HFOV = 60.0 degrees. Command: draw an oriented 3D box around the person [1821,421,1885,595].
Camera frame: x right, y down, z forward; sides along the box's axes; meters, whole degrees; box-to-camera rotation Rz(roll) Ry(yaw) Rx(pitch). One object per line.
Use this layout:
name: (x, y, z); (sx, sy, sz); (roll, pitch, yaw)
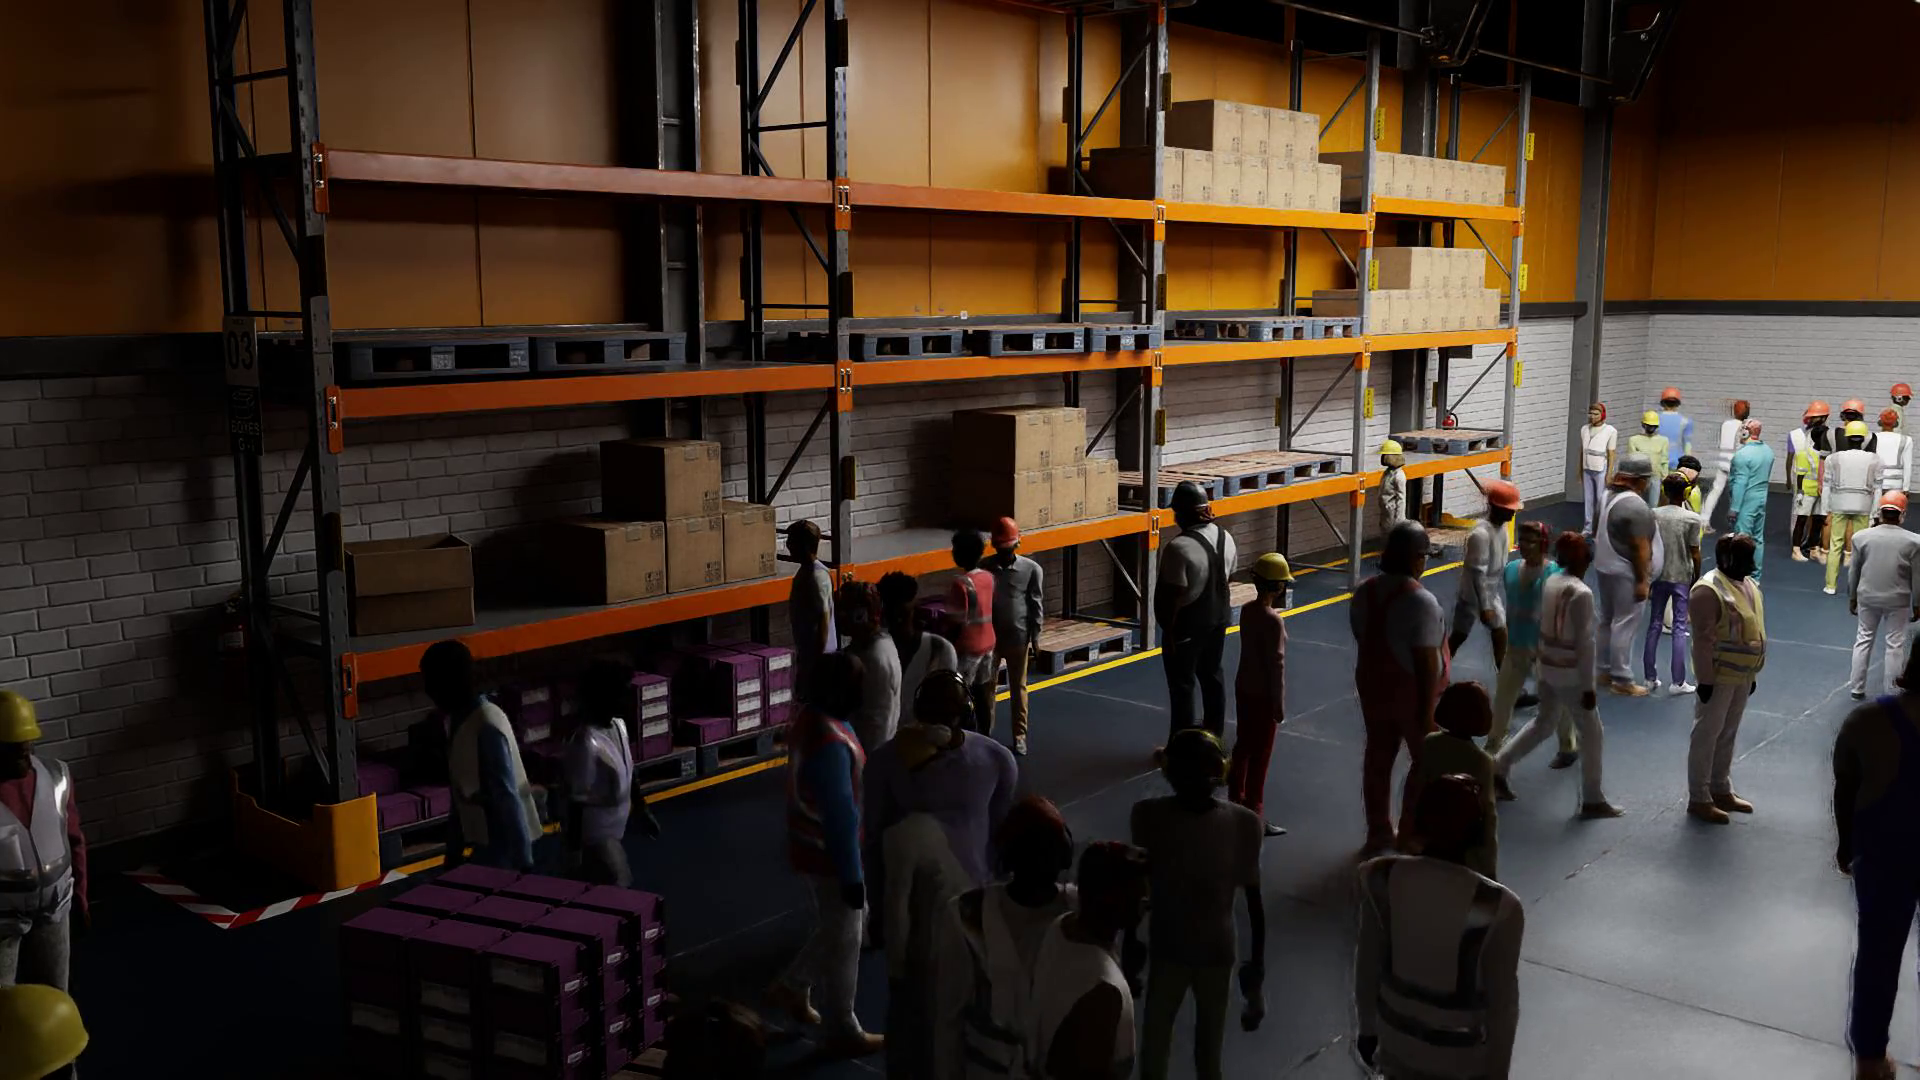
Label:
person: (9.721, -0.339, 18.159); (0.588, 1.919, 0.395); (4, 10, 27)

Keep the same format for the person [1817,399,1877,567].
person: (10.674, -0.685, 20.044); (0.609, 2.032, 0.410); (5, 10, 31)

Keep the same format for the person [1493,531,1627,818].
person: (3.842, 0.859, 10.710); (0.853, 1.850, 0.611); (0, 9, 0)

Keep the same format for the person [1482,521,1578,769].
person: (3.978, 0.753, 11.554); (1.005, 1.798, 0.568); (-6, 11, -33)

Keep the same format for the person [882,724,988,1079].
person: (-0.040, 1.573, 6.488); (0.932, 1.705, 0.531); (7, 11, 39)

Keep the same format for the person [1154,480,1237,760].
person: (1.636, 0.568, 11.915); (0.681, 2.000, 0.535); (-8, 12, -41)

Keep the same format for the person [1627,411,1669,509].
person: (8.954, -0.804, 21.671); (0.525, 1.760, 0.340); (1, 9, 7)

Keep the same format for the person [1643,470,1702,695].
person: (5.934, 0.351, 13.851); (0.328, 1.877, 0.513); (-8, 12, -41)

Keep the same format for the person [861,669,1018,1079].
person: (-0.076, 1.446, 6.593); (0.627, 1.936, 0.373); (-2, 9, -10)

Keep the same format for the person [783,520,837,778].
person: (-1.009, 0.773, 11.231); (0.351, 1.842, 0.507); (-2, 9, -14)

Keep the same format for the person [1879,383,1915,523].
person: (13.338, -1.245, 23.754); (0.395, 1.994, 0.612); (3, 9, 18)

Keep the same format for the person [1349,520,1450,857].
person: (2.651, 0.876, 9.927); (0.537, 2.000, 0.689); (-5, 10, -29)

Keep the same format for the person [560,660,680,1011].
person: (-1.603, 1.387, 7.831); (0.728, 1.660, 0.539); (0, 9, 1)

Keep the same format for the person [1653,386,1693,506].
person: (9.529, -1.061, 22.435); (0.606, 2.032, 0.440); (3, 9, 19)

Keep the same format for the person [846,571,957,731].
person: (-0.312, 1.113, 8.712); (0.600, 1.945, 0.426); (1, 9, 7)

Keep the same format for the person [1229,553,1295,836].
person: (1.894, 0.951, 10.364); (0.350, 1.758, 0.522); (-2, 9, -14)

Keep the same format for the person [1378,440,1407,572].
person: (4.603, -0.198, 17.810); (0.311, 1.744, 0.486); (-1, 9, -5)

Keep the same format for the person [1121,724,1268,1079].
person: (0.858, 1.566, 6.104); (0.548, 1.845, 0.515); (1, 9, 8)

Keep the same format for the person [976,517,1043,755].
person: (0.317, 0.692, 12.062); (0.562, 1.743, 0.337); (2, 9, 10)

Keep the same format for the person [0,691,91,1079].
person: (-3.776, 1.491, 6.662); (0.403, 1.824, 0.594); (5, 10, 31)

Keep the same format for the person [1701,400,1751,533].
person: (10.497, -0.987, 22.642); (0.982, 1.841, 0.583); (-4, 10, -23)

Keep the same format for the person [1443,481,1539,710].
person: (4.235, 0.435, 13.354); (0.550, 1.852, 1.021); (-8, 12, -41)

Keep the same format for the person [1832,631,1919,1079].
person: (4.168, 1.296, 7.221); (0.695, 2.000, 1.047); (7, 11, 38)

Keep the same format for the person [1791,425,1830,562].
person: (10.459, -0.570, 20.378); (0.533, 1.694, 0.320); (-2, 9, -14)

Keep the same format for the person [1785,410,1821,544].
person: (11.033, -0.821, 21.640); (0.589, 1.809, 0.509); (2, 9, 14)

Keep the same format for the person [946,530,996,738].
person: (0.079, 0.769, 11.807); (0.315, 1.690, 0.577); (5, 10, 27)

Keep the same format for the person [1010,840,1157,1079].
person: (0.296, 1.770, 4.995); (0.934, 1.798, 0.578); (0, 9, 0)

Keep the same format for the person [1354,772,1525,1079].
person: (1.552, 1.665, 5.502); (0.587, 1.841, 0.963); (7, 11, 39)

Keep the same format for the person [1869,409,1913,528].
person: (11.283, -0.655, 20.312); (0.573, 1.883, 0.355); (4, 10, 26)

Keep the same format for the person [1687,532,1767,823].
person: (4.915, 0.863, 10.651); (0.622, 1.844, 0.429); (-7, 11, -38)

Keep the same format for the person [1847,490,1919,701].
person: (7.523, 0.465, 13.518); (0.565, 1.745, 0.349); (8, 12, 42)

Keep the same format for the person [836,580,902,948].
person: (-0.499, 1.147, 8.612); (0.402, 1.906, 0.652); (0, 9, -2)

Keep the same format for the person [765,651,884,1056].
person: (-0.560, 1.385, 7.328); (0.445, 1.828, 0.639); (-1, 9, -8)

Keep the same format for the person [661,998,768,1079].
person: (-0.497, 1.927, 3.826); (0.357, 1.837, 0.514); (-1, 9, -5)

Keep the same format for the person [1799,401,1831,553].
person: (10.837, -0.796, 21.072); (0.388, 1.930, 0.544); (-1, 9, -8)

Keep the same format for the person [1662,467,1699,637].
person: (6.983, 0.106, 16.184); (0.310, 1.640, 0.514); (3, 9, 19)

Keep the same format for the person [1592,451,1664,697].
person: (5.576, 0.268, 13.851); (0.536, 2.000, 0.688); (-1, 9, -4)

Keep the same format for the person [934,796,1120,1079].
person: (0.212, 1.717, 5.134); (0.581, 1.839, 0.963); (0, 9, 0)

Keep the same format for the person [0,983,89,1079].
person: (-1.997, 1.898, 3.727); (0.591, 1.922, 0.397); (2, 9, 15)

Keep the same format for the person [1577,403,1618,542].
person: (8.438, -0.897, 22.018); (0.386, 1.838, 0.563); (-4, 10, -25)

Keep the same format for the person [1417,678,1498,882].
person: (2.281, 1.437, 7.617); (0.279, 1.634, 0.497); (-3, 9, -20)

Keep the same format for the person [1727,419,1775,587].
person: (8.765, -0.396, 18.563); (0.643, 1.910, 0.400); (-6, 11, -35)

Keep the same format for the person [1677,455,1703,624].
person: (7.289, -0.008, 16.732); (0.320, 1.698, 0.531); (2, 9, 15)
